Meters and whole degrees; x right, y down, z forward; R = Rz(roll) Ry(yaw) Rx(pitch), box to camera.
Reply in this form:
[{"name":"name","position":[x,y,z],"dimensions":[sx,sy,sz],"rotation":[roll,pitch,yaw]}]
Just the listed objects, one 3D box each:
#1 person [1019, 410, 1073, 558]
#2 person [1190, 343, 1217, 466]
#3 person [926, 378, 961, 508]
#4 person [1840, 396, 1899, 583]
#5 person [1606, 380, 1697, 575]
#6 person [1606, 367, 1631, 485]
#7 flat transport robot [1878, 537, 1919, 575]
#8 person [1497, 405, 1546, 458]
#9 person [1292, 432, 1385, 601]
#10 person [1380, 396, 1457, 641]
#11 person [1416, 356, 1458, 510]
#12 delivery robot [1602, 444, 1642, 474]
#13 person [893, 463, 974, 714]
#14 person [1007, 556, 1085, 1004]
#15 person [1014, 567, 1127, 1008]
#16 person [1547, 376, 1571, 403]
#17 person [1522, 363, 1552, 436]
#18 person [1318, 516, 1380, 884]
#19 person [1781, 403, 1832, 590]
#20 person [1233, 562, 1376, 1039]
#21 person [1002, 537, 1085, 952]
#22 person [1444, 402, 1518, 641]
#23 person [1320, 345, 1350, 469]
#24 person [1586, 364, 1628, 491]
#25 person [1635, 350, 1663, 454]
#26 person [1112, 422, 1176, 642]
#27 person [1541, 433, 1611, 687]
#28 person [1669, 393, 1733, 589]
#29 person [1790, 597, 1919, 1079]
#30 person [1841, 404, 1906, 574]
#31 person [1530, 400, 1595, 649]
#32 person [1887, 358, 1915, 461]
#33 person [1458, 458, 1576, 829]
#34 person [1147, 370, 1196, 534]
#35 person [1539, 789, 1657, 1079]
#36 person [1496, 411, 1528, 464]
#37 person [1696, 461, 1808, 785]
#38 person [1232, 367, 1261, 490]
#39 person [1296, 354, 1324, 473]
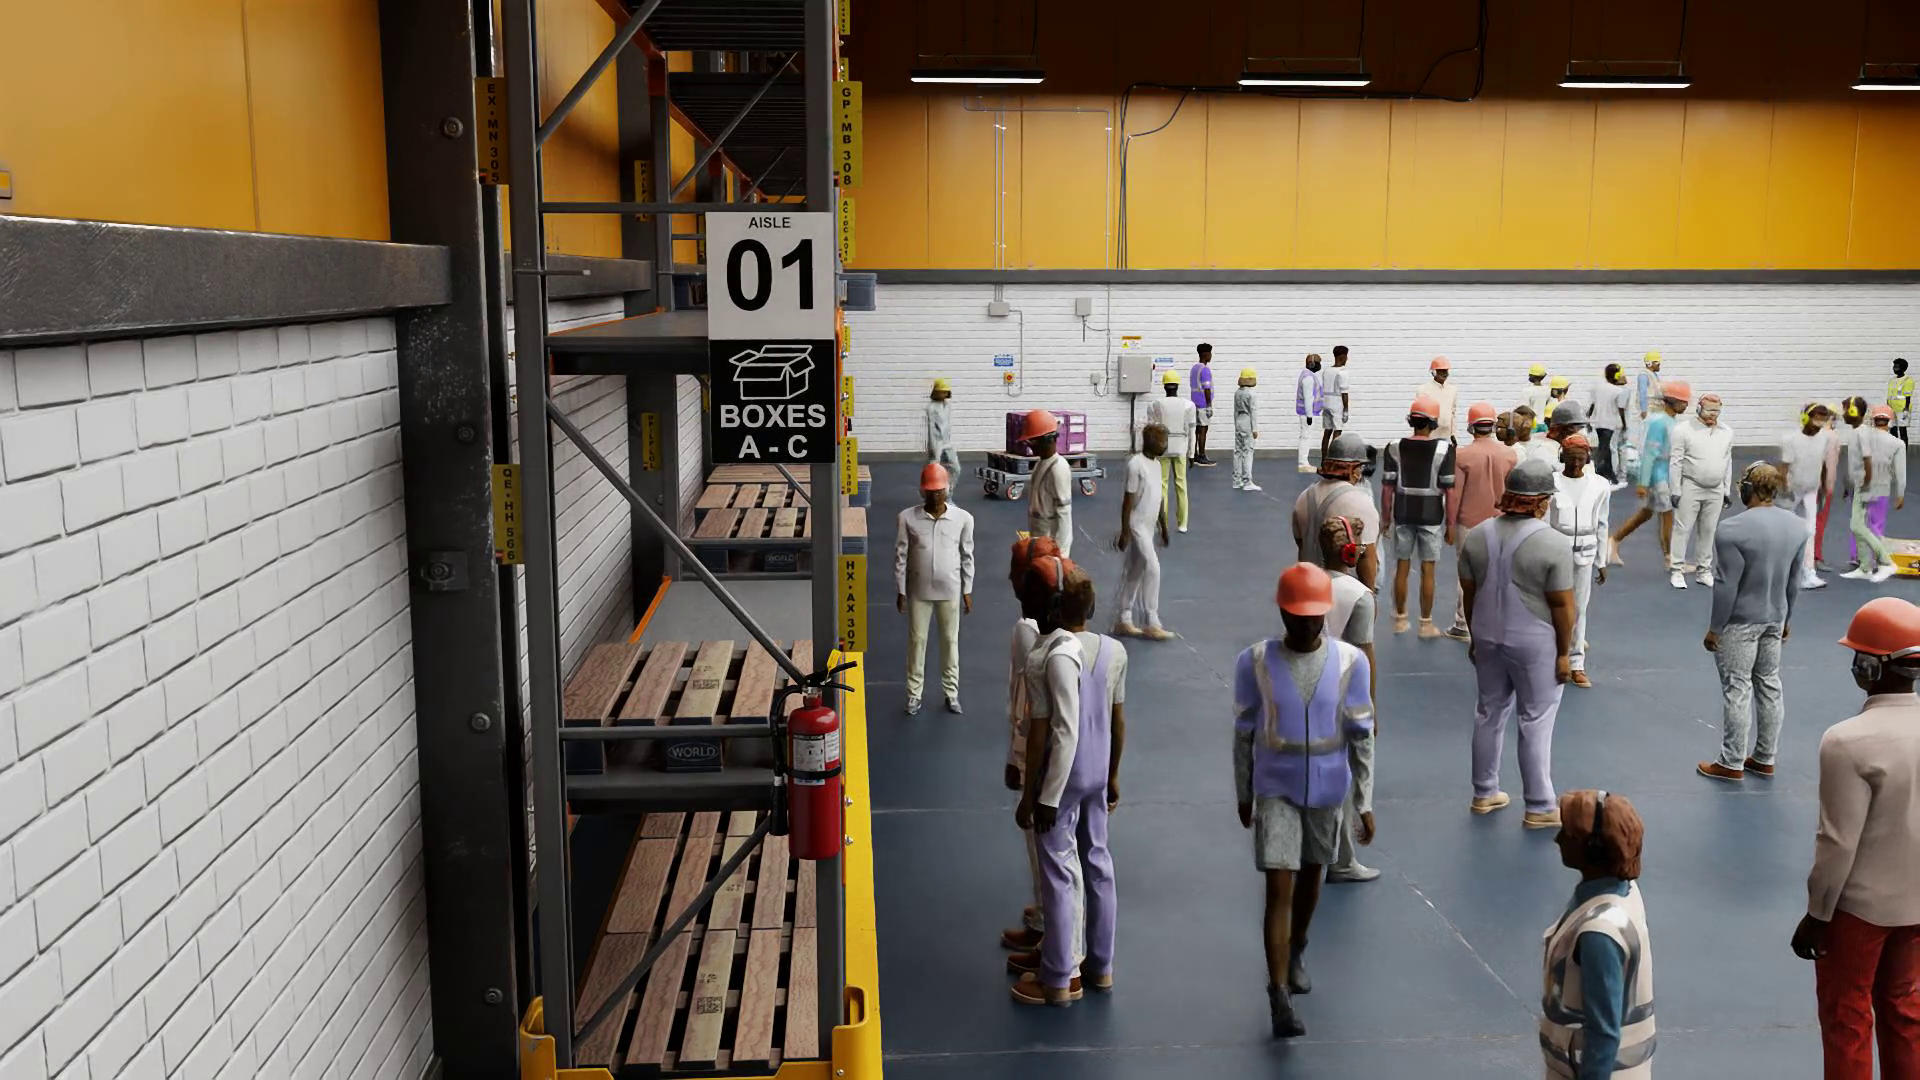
[{"name":"person","position":[0.641,0.030,12.557],"dimensions":[0.409,2.031,0.609],"rotation":[-2,9,-11]},{"name":"person","position":[3.872,-2.164,26.537],"dimensions":[0.367,1.966,0.607],"rotation":[-3,9,-16]},{"name":"person","position":[-0.226,-1.208,21.288],"dimensions":[0.537,1.724,0.508],"rotation":[7,11,37]},{"name":"person","position":[9.005,-0.500,16.510],"dimensions":[0.599,1.831,0.567],"rotation":[4,10,25]},{"name":"person","position":[7.079,-0.656,17.028],"dimensions":[1.007,1.997,0.635],"rotation":[6,11,31]},{"name":"person","position":[9.464,-1.652,24.052],"dimensions":[0.490,1.737,0.316],"rotation":[-5,10,-28]},{"name":"flat transport robot","position":[9.828,0.165,17.220],"dimensions":[0.652,0.197,1.431],"rotation":[4,10,24]},{"name":"person","position":[5.085,-0.295,15.123],"dimensions":[0.528,1.867,0.316],"rotation":[2,9,15]},{"name":"person","position":[2.494,0.303,10.813],"dimensions":[0.535,2.000,0.680],"rotation":[-5,10,-28]},{"name":"person","position":[3.853,-0.183,13.926],"dimensions":[0.637,2.034,0.558],"rotation":[5,10,29]},{"name":"person","position":[6.145,-1.369,21.448],"dimensions":[0.613,1.997,0.374],"rotation":[-3,10,-21]},{"name":"delivery robot","position":[9.789,-1.163,24.377],"dimensions":[0.477,0.478,0.707],"rotation":[-6,11,-34]},{"name":"person","position":[-0.179,0.334,11.514],"dimensions":[0.563,1.752,0.324],"rotation":[-1,9,-4]},{"name":"person","position":[0.379,0.993,6.973],"dimensions":[0.353,1.885,0.573],"rotation":[0,9,1]},{"name":"person","position":[0.458,1.018,6.934],"dimensions":[0.521,1.844,0.331],"rotation":[-6,11,-34]},{"name":"person","position":[7.634,-1.216,21.241],"dimensions":[0.338,1.757,0.518],"rotation":[4,10,23]},{"name":"person","position":[8.267,-1.651,23.928],"dimensions":[0.533,1.772,0.296],"rotation":[-3,10,-21]},{"name":"person","position":[1.854,0.795,8.333],"dimensions":[0.390,1.846,0.565],"rotation":[-6,11,-31]},{"name":"person","position":[8.235,-0.436,16.214],"dimensions":[0.522,1.813,0.982],"rotation":[0,9,3]},{"name":"person","position":[1.388,1.032,6.705],"dimensions":[0.555,1.883,1.004],"rotation":[0,9,3]},{"name":"person","position":[0.380,0.913,7.523],"dimensions":[0.366,1.875,0.579],"rotation":[4,10,22]},{"name":"person","position":[4.308,-0.149,13.799],"dimensions":[0.610,1.993,0.375],"rotation":[-2,9,-10]},{"name":"person","position":[5.856,-2.054,25.893],"dimensions":[0.383,1.958,0.599],"rotation":[-4,10,-25]},{"name":"person","position":[8.998,-1.550,23.186],"dimensions":[0.986,1.815,0.568],"rotation":[-5,10,-27]},{"name":"person","position":[11.058,-2.122,26.687],"dimensions":[0.403,1.835,0.586],"rotation":[7,11,36]},{"name":"person","position":[1.605,-0.062,13.818],"dimensions":[0.770,1.810,0.538],"rotation":[5,10,30]},{"name":"person","position":[4.476,0.151,12.252],"dimensions":[0.577,1.887,0.353],"rotation":[0,9,3]},{"name":"person","position":[7.200,-0.474,16.138],"dimensions":[0.639,1.902,0.407],"rotation":[-1,9,-8]},{"name":"person","position":[3.005,1.174,5.487],"dimensions":[0.622,1.993,0.382],"rotation":[-4,10,-24]},{"name":"person","position":[9.313,-0.514,16.982],"dimensions":[0.501,1.727,0.635],"rotation":[-7,11,-36]},{"name":"person","position":[4.875,-0.101,13.353],"dimensions":[0.682,2.000,0.537],"rotation":[-7,12,-38]},{"name":"person","position":[15.314,-2.121,27.140],"dimensions":[0.321,1.689,0.530],"rotation":[-2,9,-10]},{"name":"person","position":[3.136,0.554,9.236],"dimensions":[0.537,2.000,0.675],"rotation":[-6,11,-34]},{"name":"person","position":[2.472,-1.034,19.569],"dimensions":[0.591,1.923,0.381],"rotation":[-1,9,-5]},{"name":"person","position":[1.755,1.489,4.615],"dimensions":[0.315,1.641,0.514],"rotation":[4,10,23]},{"name":"person","position":[4.828,-0.220,14.708],"dimensions":[0.346,1.846,0.507],"rotation":[1,9,8]},{"name":"person","position":[4.725,0.493,9.942],"dimensions":[0.636,1.939,0.364],"rotation":[-3,10,-21]},{"name":"person","position":[4.067,-1.581,23.576],"dimensions":[0.294,1.744,0.487],"rotation":[-4,10,-26]},{"name":"person","position":[5.390,-1.950,25.627],"dimensions":[0.430,1.836,0.628],"rotation":[2,9,11]}]
